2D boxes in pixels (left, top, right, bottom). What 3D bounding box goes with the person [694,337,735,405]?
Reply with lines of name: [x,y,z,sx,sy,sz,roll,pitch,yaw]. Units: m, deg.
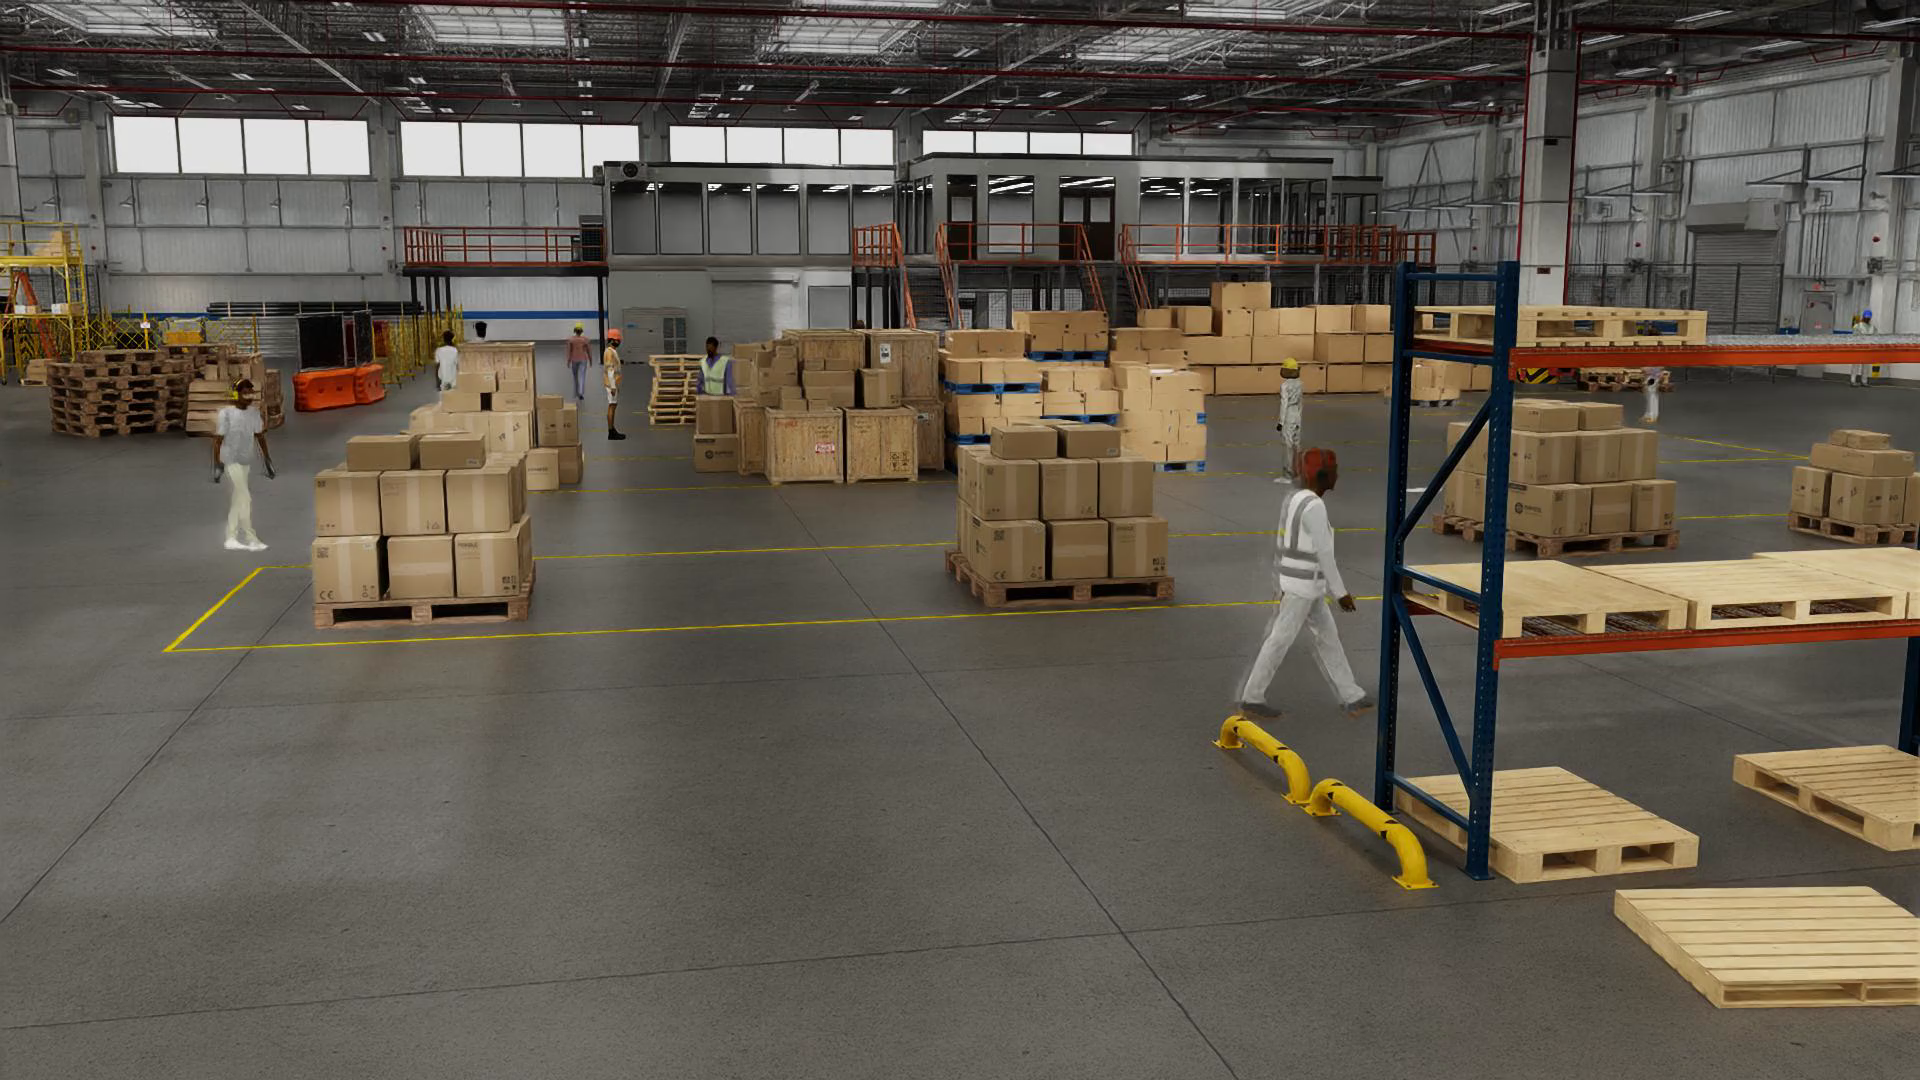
person: [-3.977,-2.286,26.596,0.628,1.879,0.918,5,11,29]

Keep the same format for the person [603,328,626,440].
person: [-6.046,-2.721,29.064,0.350,1.942,0.543,-1,9,-8]

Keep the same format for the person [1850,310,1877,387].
person: [22.615,-4.781,41.610,0.608,1.943,0.402,0,9,1]

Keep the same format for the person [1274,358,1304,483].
person: [4.592,-1.668,23.244,0.296,1.745,0.485,9,13,43]

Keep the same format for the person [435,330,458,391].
person: [-9.369,-2.929,30.616,0.530,1.856,0.406,1,9,9]

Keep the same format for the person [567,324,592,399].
person: [-8.720,-4.099,38.145,0.547,1.713,0.925,-2,9,-9]

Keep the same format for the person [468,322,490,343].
person: [-9.590,-3.417,33.395,0.633,1.908,1.021,5,10,27]

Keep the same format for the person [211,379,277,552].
person: [-7.522,-0.777,17.555,0.847,1.825,0.514,4,10,21]

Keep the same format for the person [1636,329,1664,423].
person: [13.330,-3.159,32.094,0.430,1.827,0.699,2,9,11]

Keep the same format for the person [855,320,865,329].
person: [-2.200,-3.951,36.853,0.506,1.847,0.343,1,9,6]

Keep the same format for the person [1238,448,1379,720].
person: [2.331,0.310,10.946,1.031,1.826,0.570,1,9,7]
